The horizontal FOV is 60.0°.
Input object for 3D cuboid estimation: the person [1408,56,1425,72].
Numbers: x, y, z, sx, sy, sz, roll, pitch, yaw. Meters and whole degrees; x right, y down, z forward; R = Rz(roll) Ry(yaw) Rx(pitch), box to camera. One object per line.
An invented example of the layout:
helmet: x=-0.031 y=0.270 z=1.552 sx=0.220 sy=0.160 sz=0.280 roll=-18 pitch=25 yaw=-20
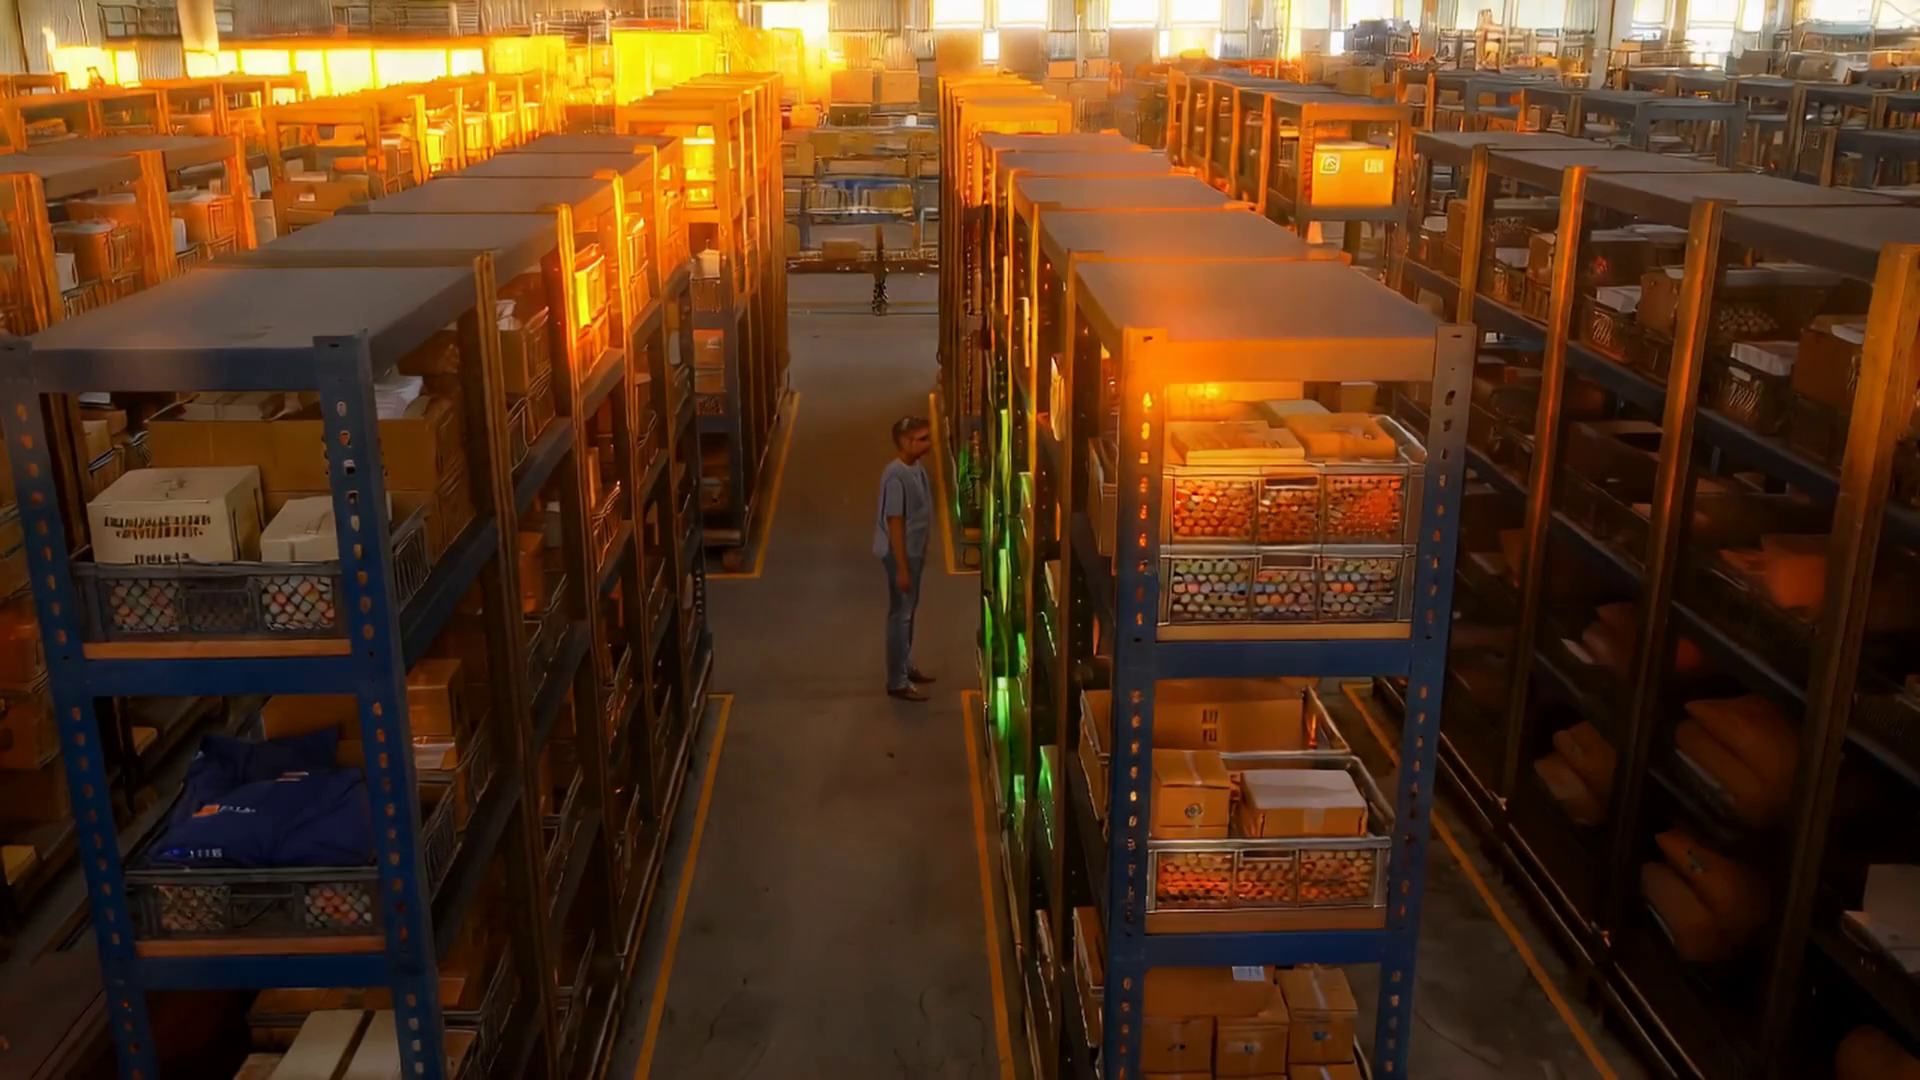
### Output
person: x=20.849 y=-21.120 z=75.962 sx=0.694 sy=2.000 sz=1.007 roll=12 pitch=21 yaw=32

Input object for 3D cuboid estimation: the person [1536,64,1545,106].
person: x=24.105 y=-18.861 z=69.273 sx=0.528 sy=1.857 sz=0.319 roll=-10 pitch=20 yaw=-28

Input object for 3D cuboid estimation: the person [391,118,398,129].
person: x=-18.008 y=-13.475 z=52.848 sx=0.373 sy=1.705 sz=0.560 roll=-3 pitch=18 yaw=-10

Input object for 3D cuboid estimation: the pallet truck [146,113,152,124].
pallet truck: x=-18.087 y=-8.309 z=36.390 sx=1.885 sy=1.965 sz=0.823 roll=-1 pitch=18 yaw=-4

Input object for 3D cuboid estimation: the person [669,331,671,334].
person: x=-3.650 y=-3.602 z=22.235 sx=0.794 sy=1.743 sz=0.537 roll=4 pitch=18 yaw=11

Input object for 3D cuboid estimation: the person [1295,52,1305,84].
person: x=17.122 y=-23.590 z=83.799 sx=0.603 sy=1.920 sz=0.394 roll=-12 pitch=21 yaw=-32

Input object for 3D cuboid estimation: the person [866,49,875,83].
person: x=-4.976 y=-26.522 z=92.999 sx=0.429 sy=1.845 sz=0.621 roll=13 pitch=22 yaw=36

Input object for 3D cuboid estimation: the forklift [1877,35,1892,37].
forklift: x=44.168 y=-22.919 z=80.186 sx=1.129 sy=2.768 sz=1.873 roll=-1 pitch=18 yaw=-2

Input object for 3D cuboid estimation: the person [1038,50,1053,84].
person: x=4.736 y=-25.846 z=90.924 sx=0.874 sy=1.843 sz=0.526 roll=8 pitch=19 yaw=23

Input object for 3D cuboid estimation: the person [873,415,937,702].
person: x=-0.351 y=0.100 z=10.606 sx=0.388 sy=1.848 sz=0.564 roll=3 pitch=18 yaw=8

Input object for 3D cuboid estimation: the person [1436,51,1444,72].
person: x=24.947 y=-24.426 z=86.397 sx=0.738 sy=1.919 sz=0.633 roll=-2 pitch=18 yaw=-5

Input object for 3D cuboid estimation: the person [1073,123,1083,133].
person: x=2.767 y=-8.892 z=38.785 sx=0.525 sy=1.620 sz=0.412 roll=7 pitch=19 yaw=22

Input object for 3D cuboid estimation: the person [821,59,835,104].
person: x=-5.804 y=-20.265 z=73.551 sx=0.563 sy=1.893 sz=0.932 roll=-10 pitch=21 yaw=-29

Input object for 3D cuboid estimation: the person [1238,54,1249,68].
person: x=13.556 y=-22.320 z=79.846 sx=0.649 sy=1.933 sz=0.618 roll=-14 pitch=23 yaw=-37

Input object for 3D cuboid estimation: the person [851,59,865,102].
person: x=-4.554 y=-20.556 z=74.442 sx=0.618 sy=1.893 sz=0.712 roll=-4 pitch=18 yaw=-11

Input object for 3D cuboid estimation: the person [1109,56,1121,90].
person: x=7.312 y=-21.905 z=78.666 sx=0.573 sy=1.877 sz=0.352 roll=-5 pitch=19 yaw=-15

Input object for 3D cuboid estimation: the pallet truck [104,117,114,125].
pallet truck: x=-18.367 y=-7.885 z=35.078 sx=1.885 sy=1.965 sz=0.823 roll=1 pitch=18 yaw=2

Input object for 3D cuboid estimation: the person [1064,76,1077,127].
person: x=3.923 y=-15.683 z=59.540 sx=0.458 sy=1.799 sz=0.619 roll=10 pitch=20 yaw=27

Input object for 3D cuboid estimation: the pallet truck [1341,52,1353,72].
pallet truck: x=18.794 y=-23.123 z=82.231 sx=0.823 sy=1.965 sz=1.885 roll=-13 pitch=22 yaw=-35

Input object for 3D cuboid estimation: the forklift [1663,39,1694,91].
forklift: x=30.860 y=-20.103 z=71.473 sx=1.129 sy=2.768 sz=1.873 roll=-1 pitch=18 yaw=-2

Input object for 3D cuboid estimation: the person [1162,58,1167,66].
person: x=9.310 y=-21.096 z=76.138 sx=0.584 sy=1.884 sz=0.347 roll=11 pitch=21 yaw=31

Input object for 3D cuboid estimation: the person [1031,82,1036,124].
person: x=2.098 y=-13.176 z=51.508 sx=0.712 sy=1.972 sz=0.629 roll=12 pitch=22 yaw=33

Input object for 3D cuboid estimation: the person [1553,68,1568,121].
person: x=22.622 y=-16.743 z=62.552 sx=0.426 sy=1.949 sz=0.618 roll=2 pitch=18 yaw=6

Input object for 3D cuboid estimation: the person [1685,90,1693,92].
person: x=23.613 y=-14.013 z=54.192 sx=0.641 sy=1.910 sz=0.484 roll=1 pitch=18 yaw=3

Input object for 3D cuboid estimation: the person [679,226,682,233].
person: x=-3.558 y=-3.551 z=21.644 sx=0.705 sy=2.017 sz=0.640 roll=8 pitch=20 yaw=23

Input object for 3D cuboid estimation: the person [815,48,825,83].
person: x=-7.677 y=-26.460 z=92.758 sx=0.984 sy=1.866 sz=0.624 roll=-7 pitch=19 yaw=-20

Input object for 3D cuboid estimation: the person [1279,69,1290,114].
person: x=12.108 y=-16.605 z=62.156 sx=0.356 sy=1.937 sz=0.552 roll=4 pitch=18 yaw=11

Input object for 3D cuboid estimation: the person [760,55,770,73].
person: x=-9.687 y=-23.224 z=82.861 sx=0.525 sy=1.812 sz=0.925 roll=-5 pitch=19 yaw=-15
